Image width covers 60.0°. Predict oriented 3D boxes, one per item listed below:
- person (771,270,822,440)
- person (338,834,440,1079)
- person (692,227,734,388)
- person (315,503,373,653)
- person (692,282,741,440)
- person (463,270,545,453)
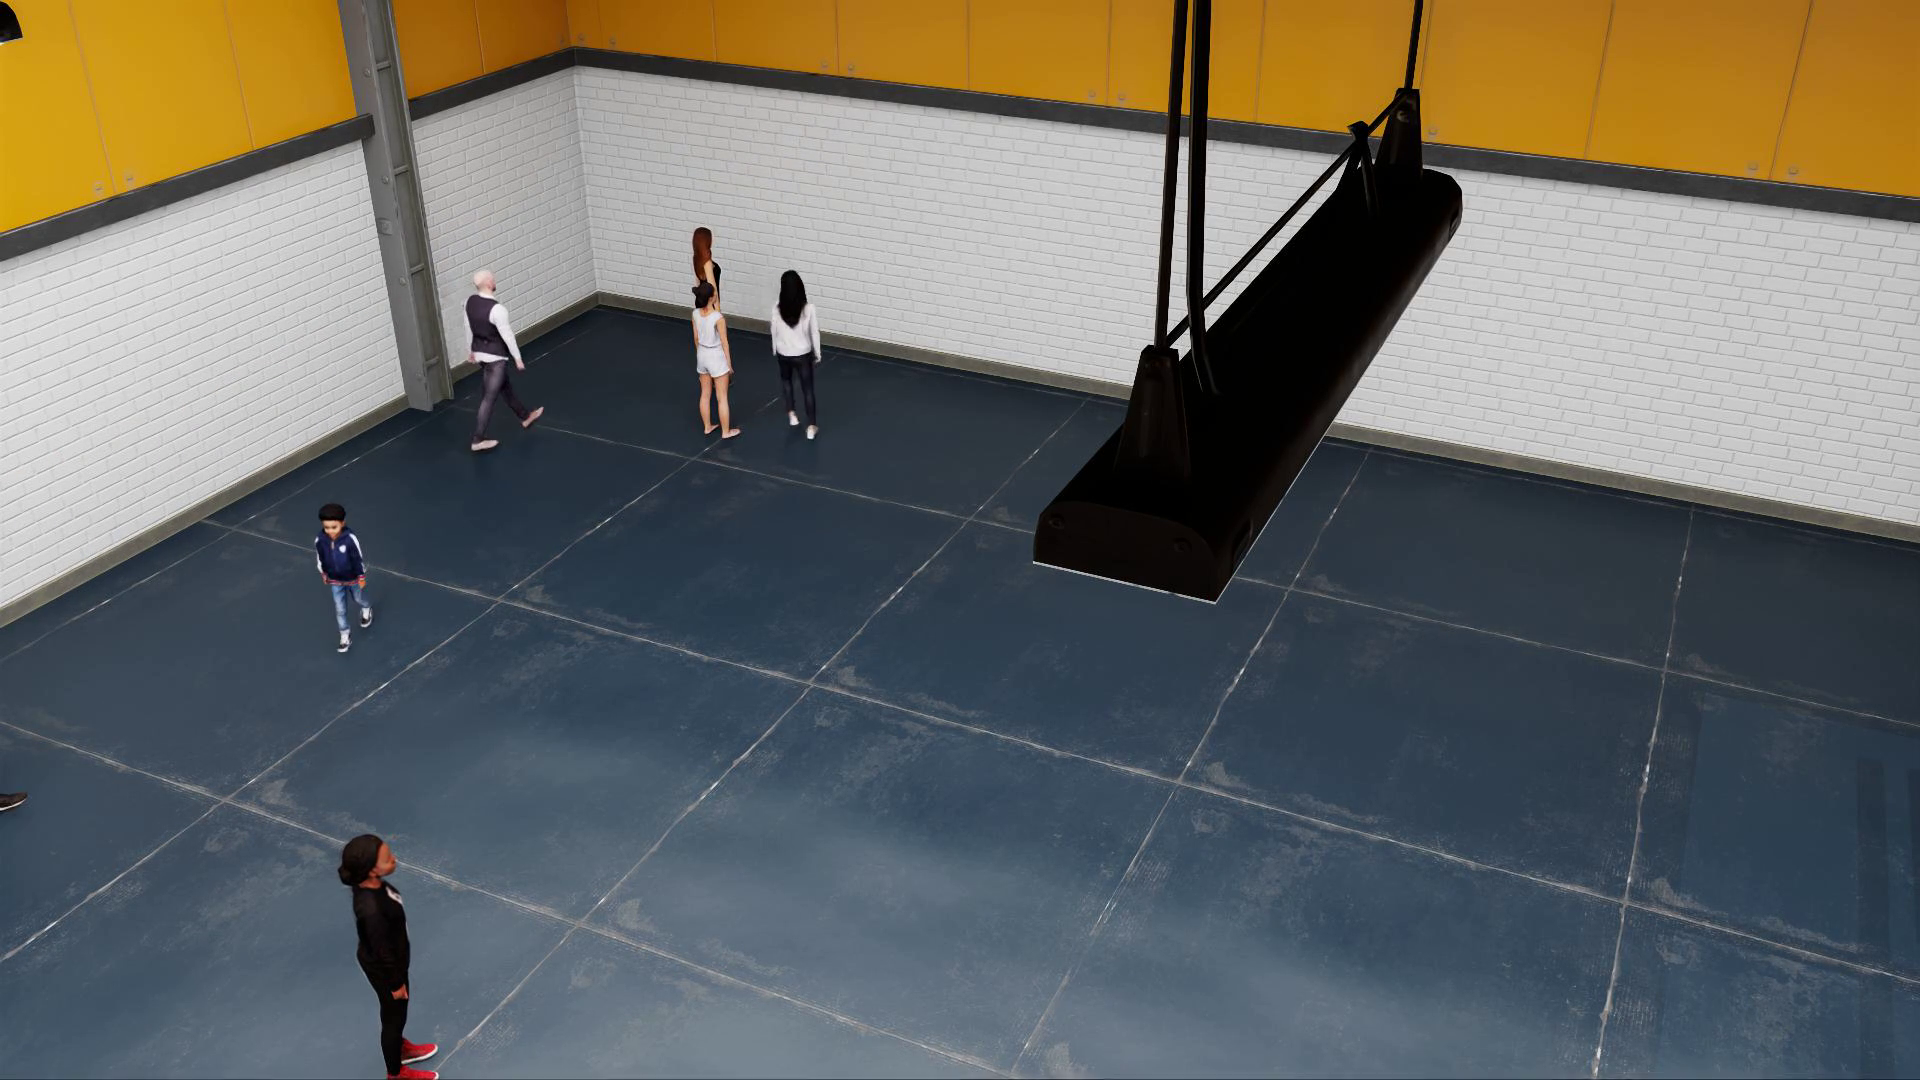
[{"bbox_3d":[-1.665,-1.815,16.477,0.777,1.675,0.822,2,29,4],"label":"person"},{"bbox_3d":[-3.109,2.273,8.983,0.712,1.676,0.662,-12,31,-20],"label":"person"},{"bbox_3d":[-2.683,-2.481,17.647,0.675,1.724,0.642,-15,32,-25],"label":"person"},{"bbox_3d":[-4.873,0.234,13.214,0.752,1.204,0.914,-1,29,-3],"label":"person"},{"bbox_3d":[-2.458,-1.785,16.498,0.581,1.603,0.575,16,32,27],"label":"person"},{"bbox_3d":[-4.602,-1.693,16.157,0.842,1.769,1.266,18,34,30],"label":"person"}]
